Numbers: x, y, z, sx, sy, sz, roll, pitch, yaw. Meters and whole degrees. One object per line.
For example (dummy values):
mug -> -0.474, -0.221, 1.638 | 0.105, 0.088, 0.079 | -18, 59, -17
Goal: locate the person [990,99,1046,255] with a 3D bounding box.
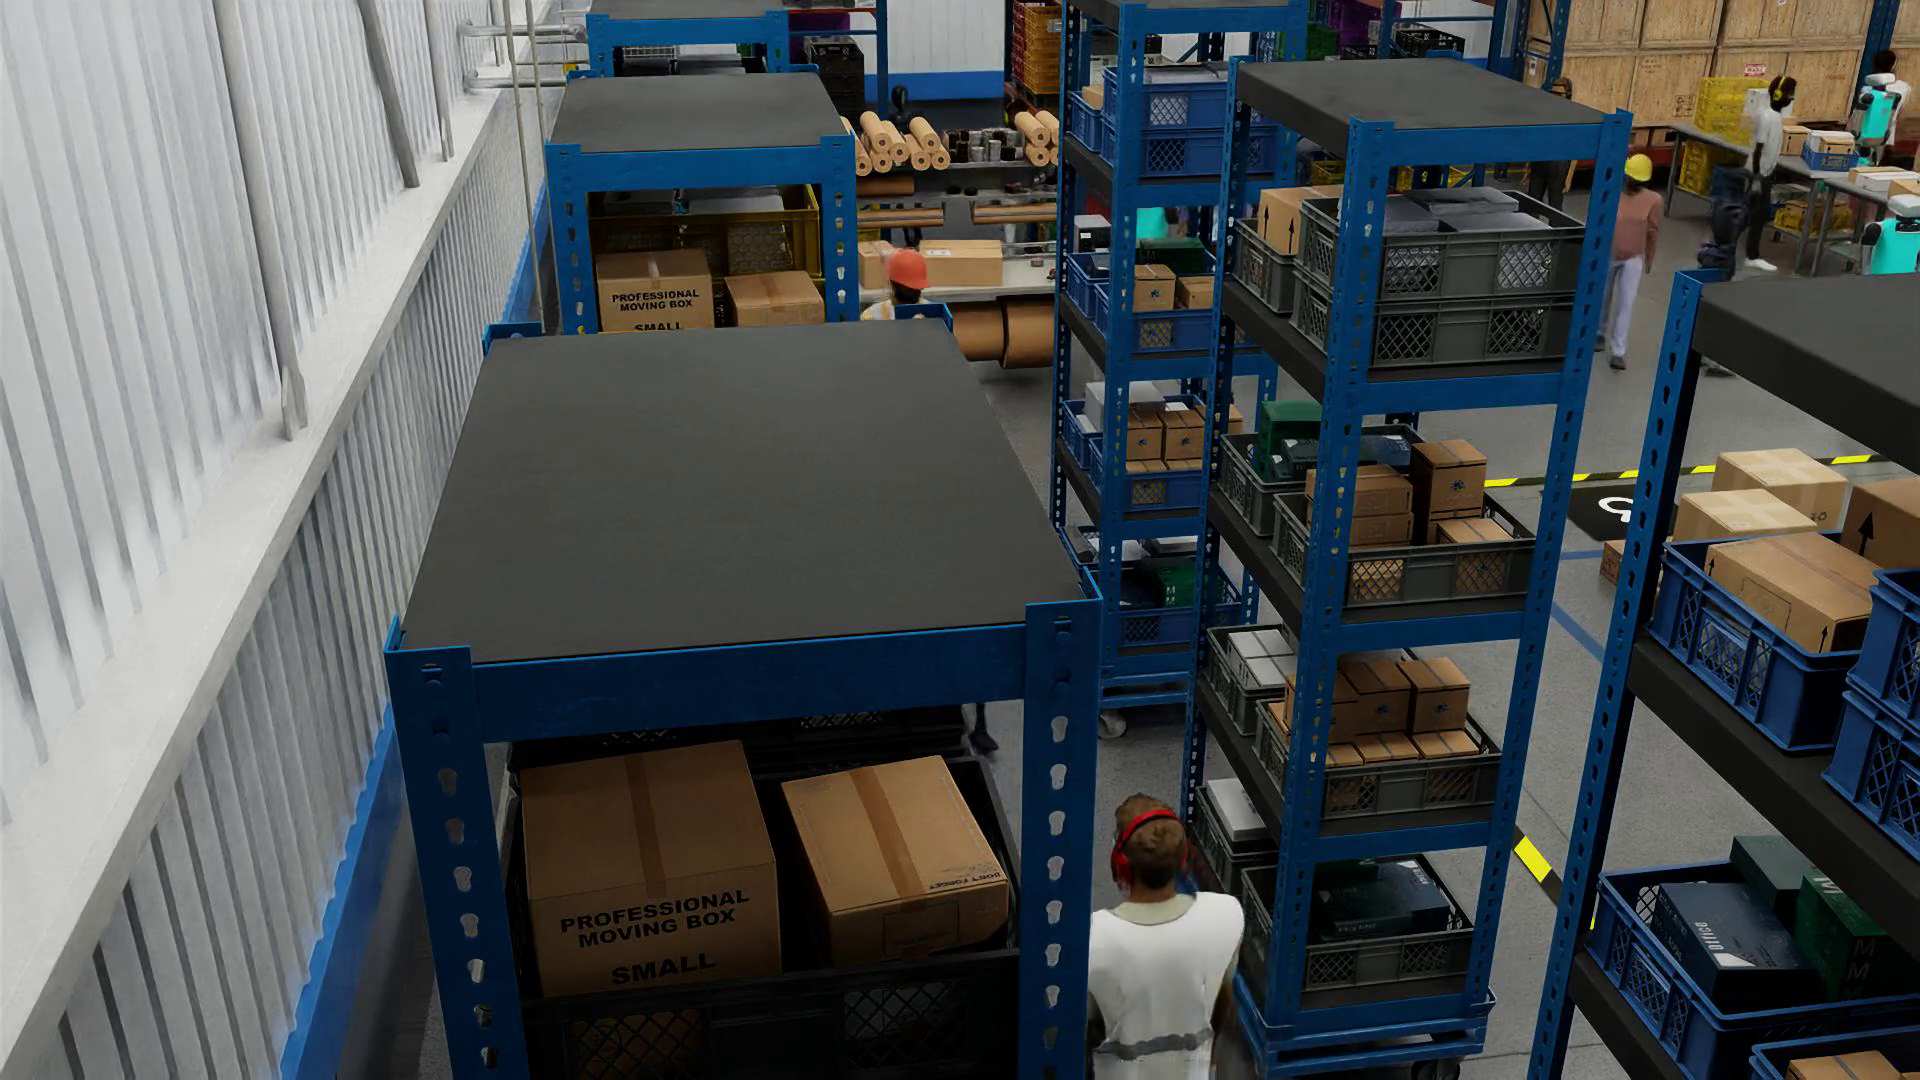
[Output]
person -> 0.550, -3.068, 15.113 | 0.512, 1.820, 0.978 | -4, 25, -10

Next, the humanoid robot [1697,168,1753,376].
humanoid robot -> 6.134, -2.157, 13.313 | 0.459, 1.651, 0.588 | 5, 25, 11

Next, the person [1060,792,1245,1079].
person -> 0.538, 1.566, 5.018 | 0.560, 1.828, 0.644 | -5, 25, -10

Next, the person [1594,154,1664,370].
person -> 5.382, -2.290, 13.536 | 0.519, 1.711, 0.865 | 9, 26, 18

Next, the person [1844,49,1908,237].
person -> 9.386, -4.132, 17.323 | 0.614, 1.899, 0.611 | -11, 27, -23

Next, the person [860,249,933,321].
person -> -0.295, -0.813, 10.104 | 0.549, 1.907, 0.754 | -15, 29, -29

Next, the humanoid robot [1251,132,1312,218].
humanoid robot -> 2.941, -3.008, 15.156 | 0.584, 1.636, 0.370 | 9, 26, 19

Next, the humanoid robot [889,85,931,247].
humanoid robot -> -0.522, -3.775, 16.839 | 0.610, 1.630, 0.490 | 7, 26, 15

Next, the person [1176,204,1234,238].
person -> 2.179, -2.768, 14.294 | 0.620, 1.997, 0.905 | 20, 32, 37

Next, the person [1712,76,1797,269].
person -> 7.768, -3.545, 16.124 | 0.509, 1.875, 0.525 | 18, 30, 34

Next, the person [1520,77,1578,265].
person -> 5.708, -3.550, 16.129 | 0.505, 1.846, 0.346 | 20, 31, 36

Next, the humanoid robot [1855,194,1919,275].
humanoid robot -> 6.624, -1.539, 11.726 | 0.533, 1.677, 0.735 | 1, 25, 2

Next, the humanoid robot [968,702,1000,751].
humanoid robot -> -0.029, 0.224, 8.145 | 0.590, 1.632, 0.684 | -3, 25, -7

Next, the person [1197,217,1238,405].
person -> 1.708, -1.244, 11.109 | 0.365, 1.852, 0.589 | -5, 25, -10

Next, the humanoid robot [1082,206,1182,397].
humanoid robot -> 1.225, -1.827, 12.558 | 0.531, 1.781, 0.997 | 17, 30, 33

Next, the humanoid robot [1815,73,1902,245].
humanoid robot -> 9.011, -3.871, 16.951 | 0.544, 1.800, 0.685 | -11, 27, -22
